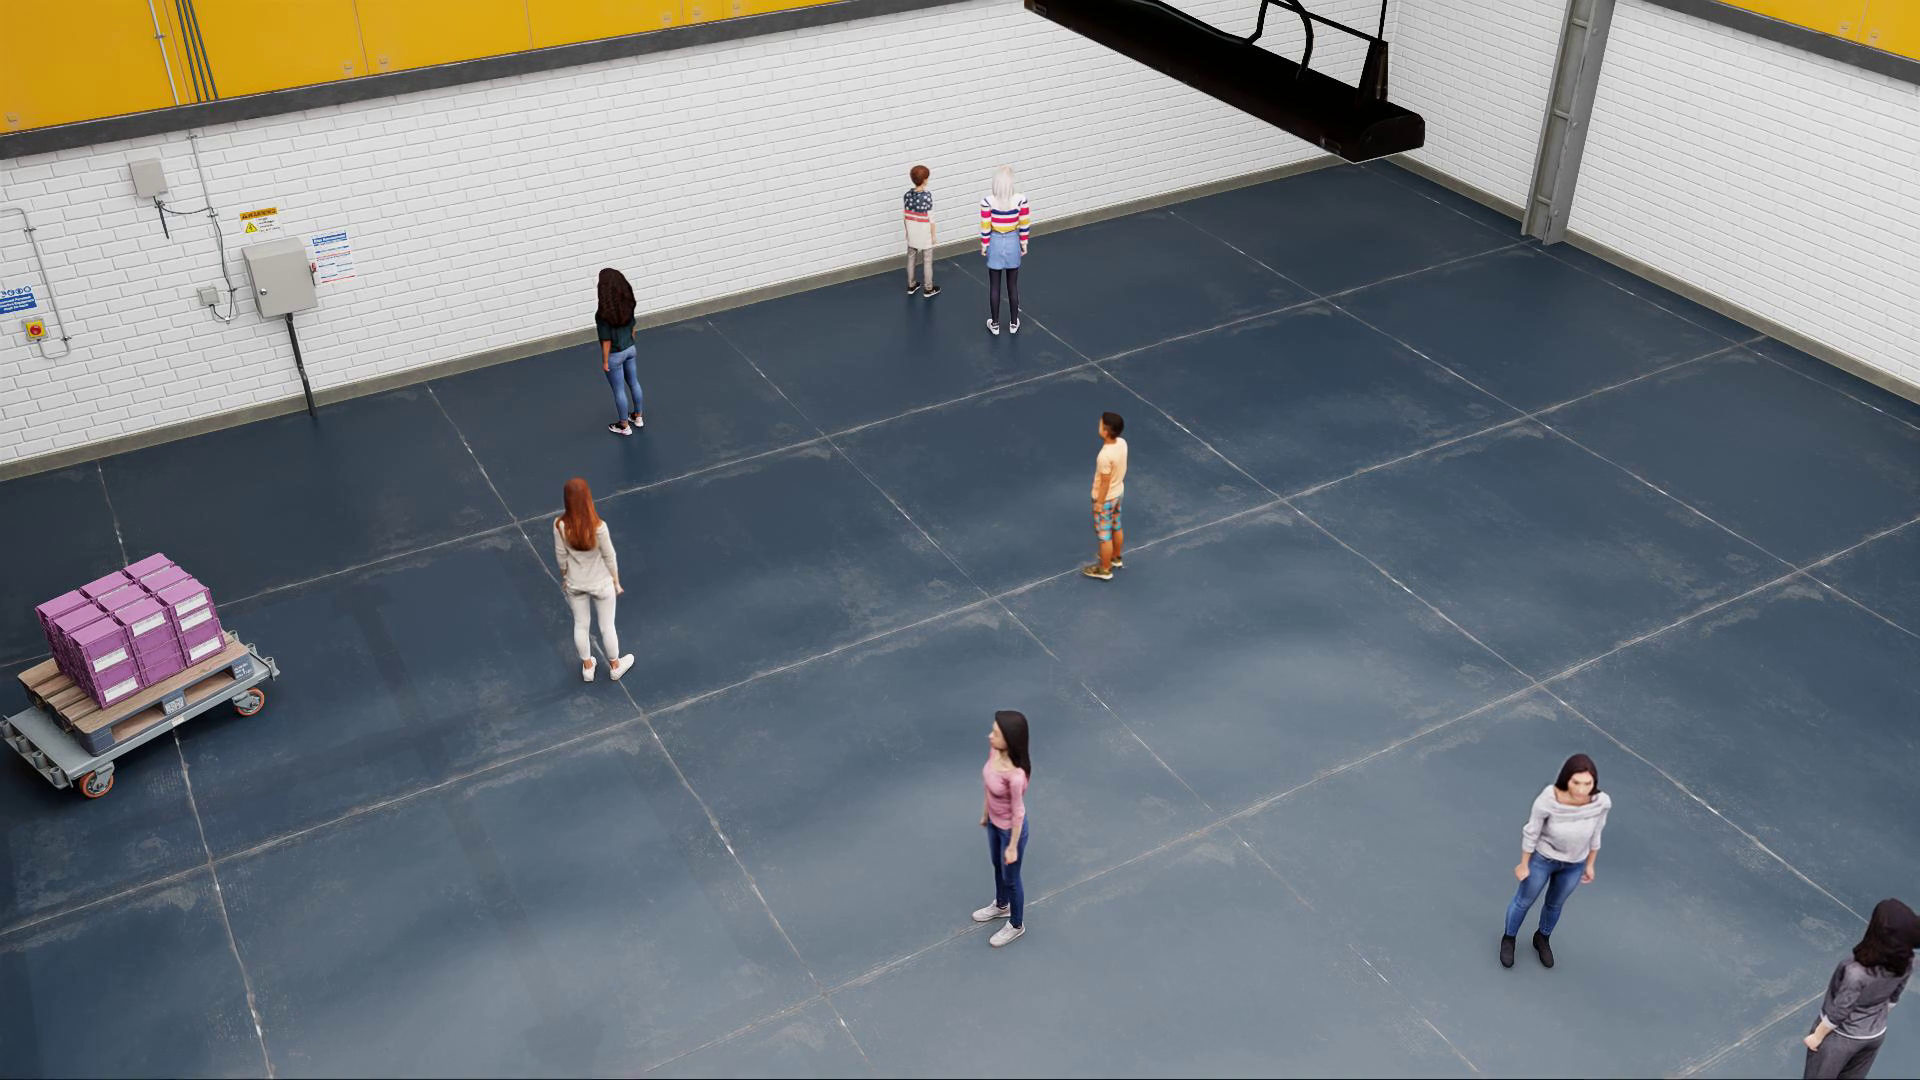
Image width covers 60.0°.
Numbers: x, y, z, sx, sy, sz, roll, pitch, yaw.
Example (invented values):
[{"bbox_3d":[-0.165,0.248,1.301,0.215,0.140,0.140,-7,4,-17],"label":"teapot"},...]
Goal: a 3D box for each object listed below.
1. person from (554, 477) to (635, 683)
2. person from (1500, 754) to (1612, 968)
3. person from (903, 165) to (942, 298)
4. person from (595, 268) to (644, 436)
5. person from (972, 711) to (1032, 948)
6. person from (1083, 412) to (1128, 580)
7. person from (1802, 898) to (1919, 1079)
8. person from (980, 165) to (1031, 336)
[{"bbox_3d":[-2.695,0.303,12.093,0.687,1.713,0.723,3,34,5],"label":"person"},{"bbox_3d":[3.499,1.882,9.792,0.682,1.631,0.684,0,34,1],"label":"person"},{"bbox_3d":[-0.427,-3.310,17.773,0.549,1.444,0.646,16,37,23],"label":"person"},{"bbox_3d":[-3.122,-1.735,15.247,0.715,1.617,0.691,22,39,29],"label":"person"},{"bbox_3d":[0.278,1.707,9.956,0.668,1.742,0.500,-11,35,-16],"label":"person"},{"bbox_3d":[1.196,-0.368,13.331,0.615,1.461,0.600,18,38,25],"label":"person"},{"bbox_3d":[4.636,2.556,8.659,0.642,1.764,0.581,-10,35,-15],"label":"person"},{"bbox_3d":[0.448,-2.959,16.915,0.723,1.809,0.679,-3,34,-5],"label":"person"}]
